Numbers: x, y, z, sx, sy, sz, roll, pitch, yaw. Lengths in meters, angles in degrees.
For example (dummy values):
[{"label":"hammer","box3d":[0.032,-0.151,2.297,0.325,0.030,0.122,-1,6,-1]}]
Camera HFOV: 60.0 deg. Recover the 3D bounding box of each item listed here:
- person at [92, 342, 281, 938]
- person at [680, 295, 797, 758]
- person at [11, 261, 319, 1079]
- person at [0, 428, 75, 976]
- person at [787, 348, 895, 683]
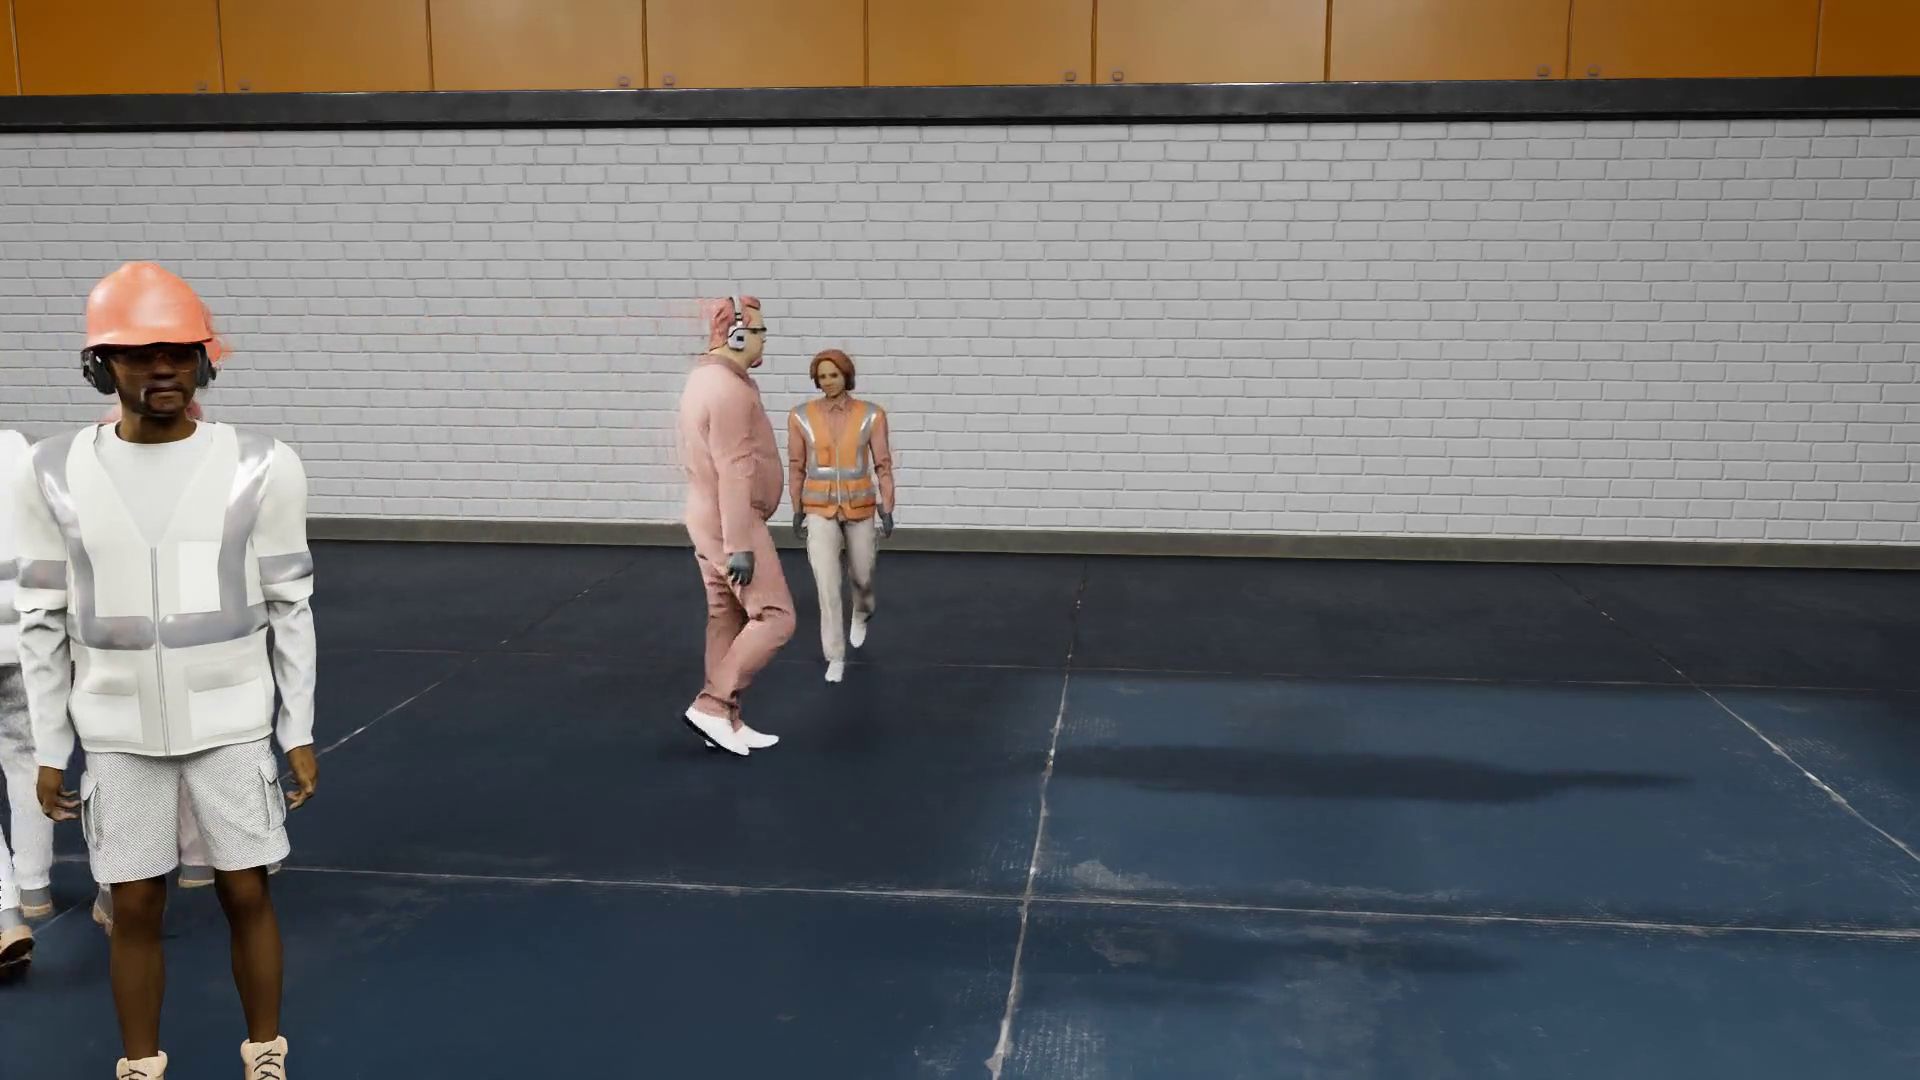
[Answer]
[{"label":"person","box3d":[-2.450,0.220,5.131,0.480,1.966,0.715,-1,10,-6]},{"label":"person","box3d":[-0.895,-0.040,6.756,0.425,1.889,0.680,-3,10,-18]},{"label":"person","box3d":[-1.754,0.414,3.725,0.609,2.048,0.363,-3,10,-17]},{"label":"person","box3d":[-2.846,0.318,4.849,0.845,1.854,0.581,9,13,42]},{"label":"person","box3d":[-0.587,-0.155,8.270,0.528,1.606,0.782,-1,10,-4]}]
